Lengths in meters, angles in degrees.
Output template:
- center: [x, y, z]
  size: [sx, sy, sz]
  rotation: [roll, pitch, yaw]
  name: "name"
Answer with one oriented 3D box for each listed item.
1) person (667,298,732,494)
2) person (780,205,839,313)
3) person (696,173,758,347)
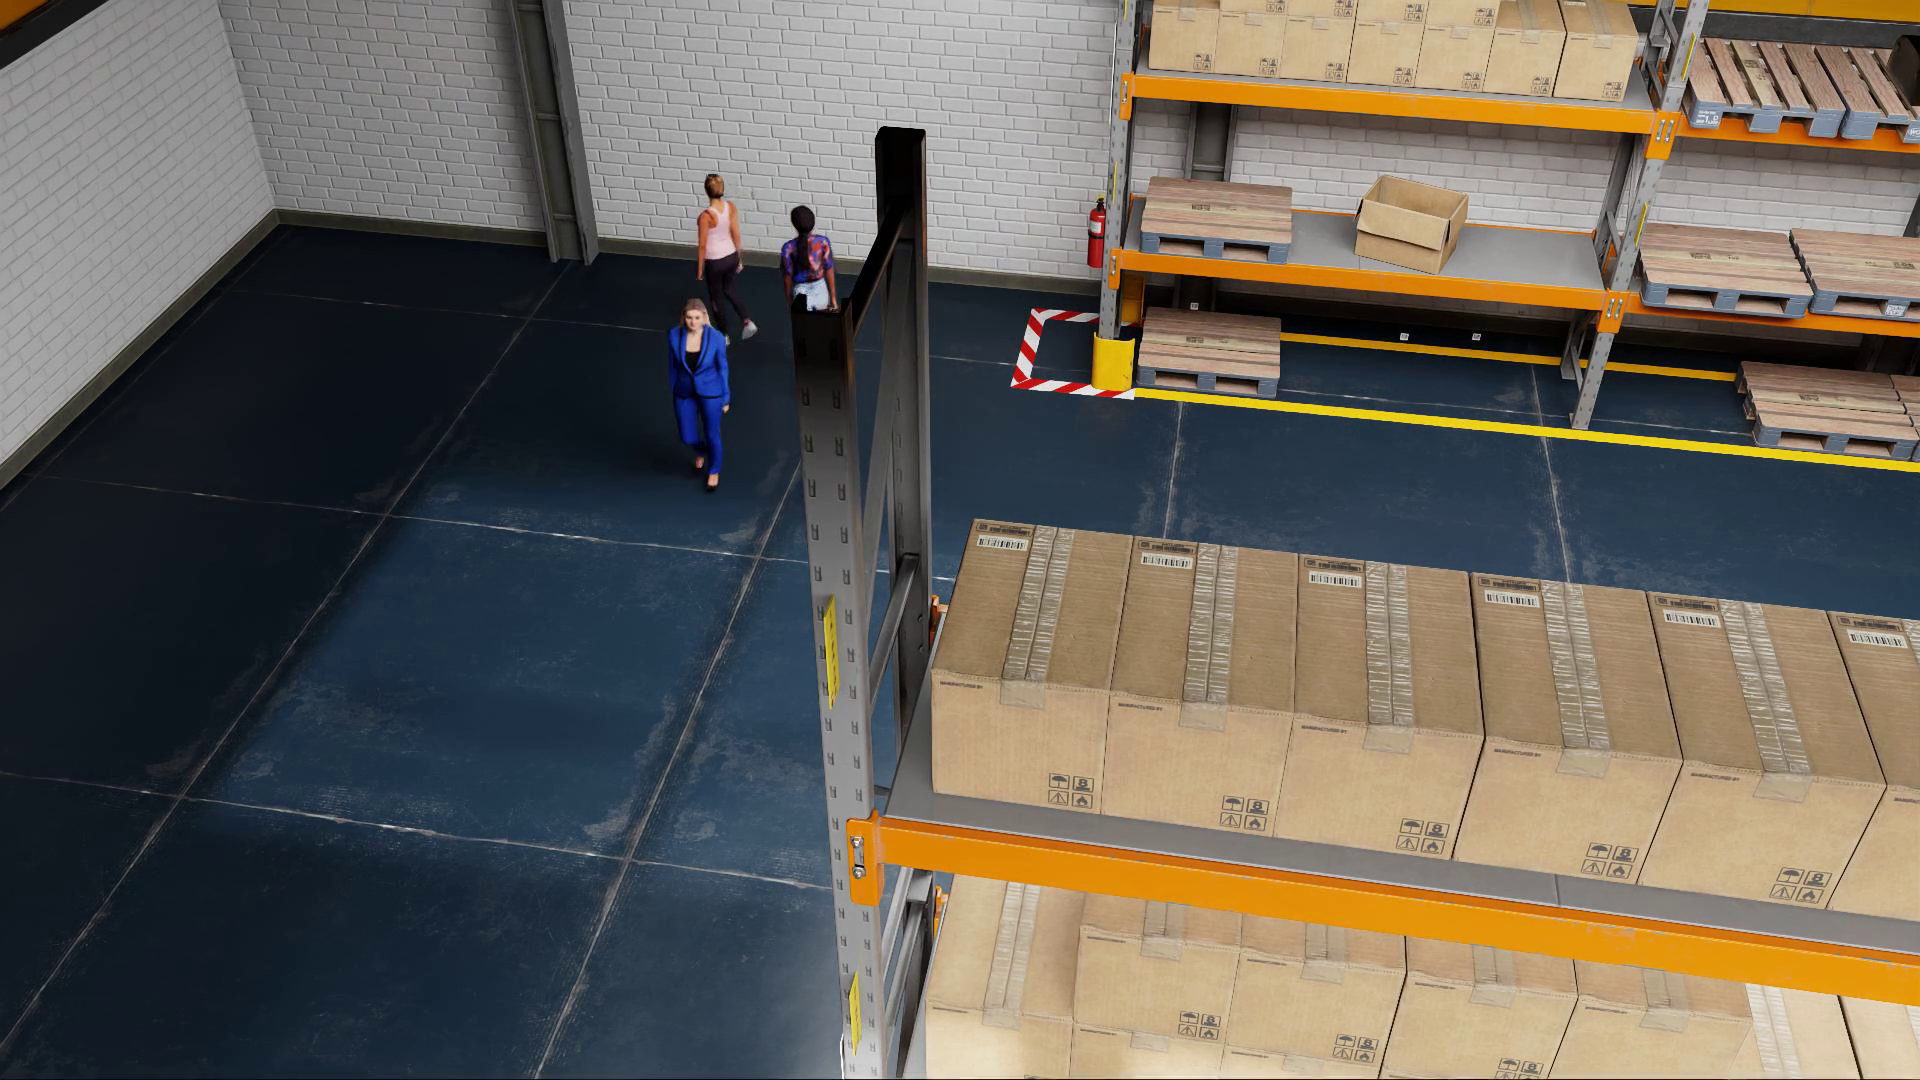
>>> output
- center: [-1.991, -1.170, 12.838]
  size: [0.599, 1.690, 0.719]
  rotation: [3, 39, 4]
  name: "person"
- center: [-1.226, -1.912, 13.767]
  size: [1.158, 1.689, 0.988]
  rotation: [-8, 39, -10]
  name: "person"
- center: [-2.013, -2.389, 14.406]
  size: [0.872, 1.637, 0.782]
  rotation: [28, 46, 31]
  name: "person"
